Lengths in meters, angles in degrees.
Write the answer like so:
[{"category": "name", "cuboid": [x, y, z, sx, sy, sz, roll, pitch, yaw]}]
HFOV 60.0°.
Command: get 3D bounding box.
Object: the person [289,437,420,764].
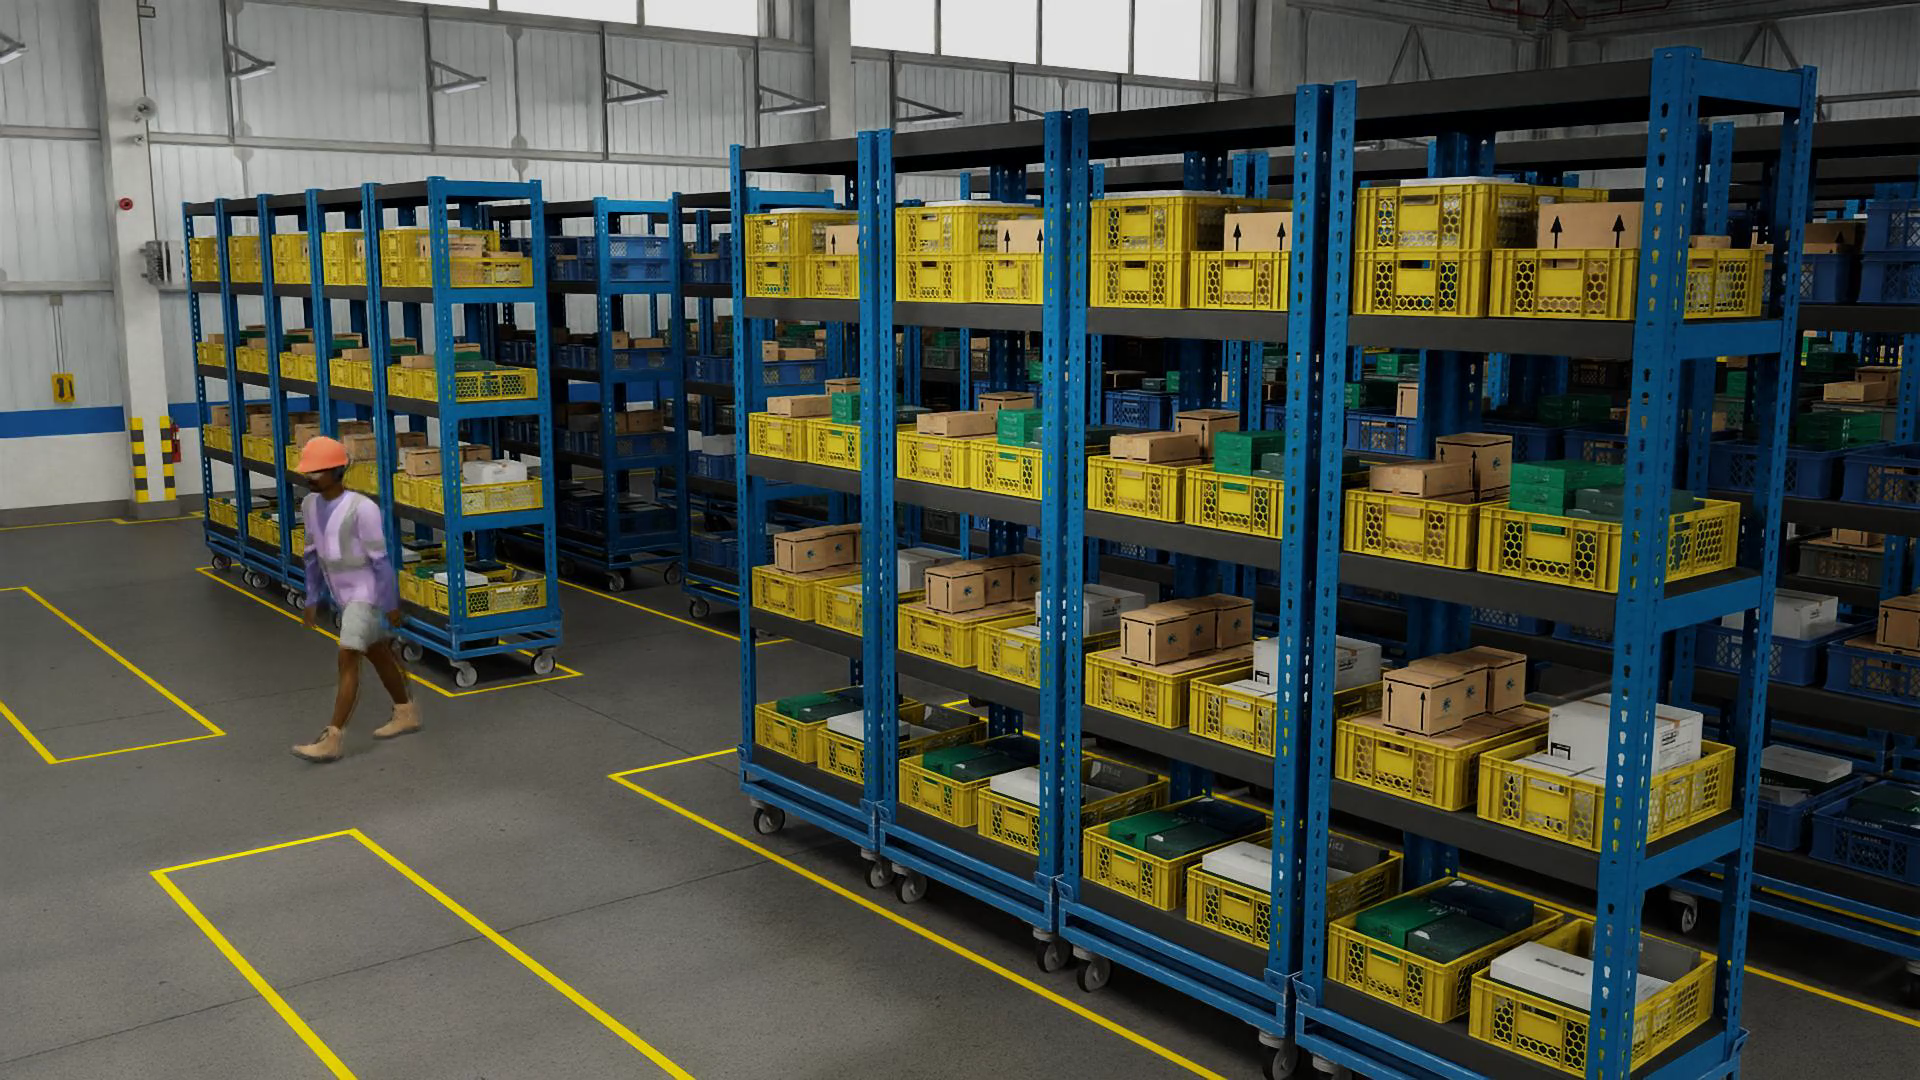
[{"category": "person", "cuboid": [-3.778, 0.344, 10.243, 0.618, 1.980, 1.020, 7, 12, 36]}]
